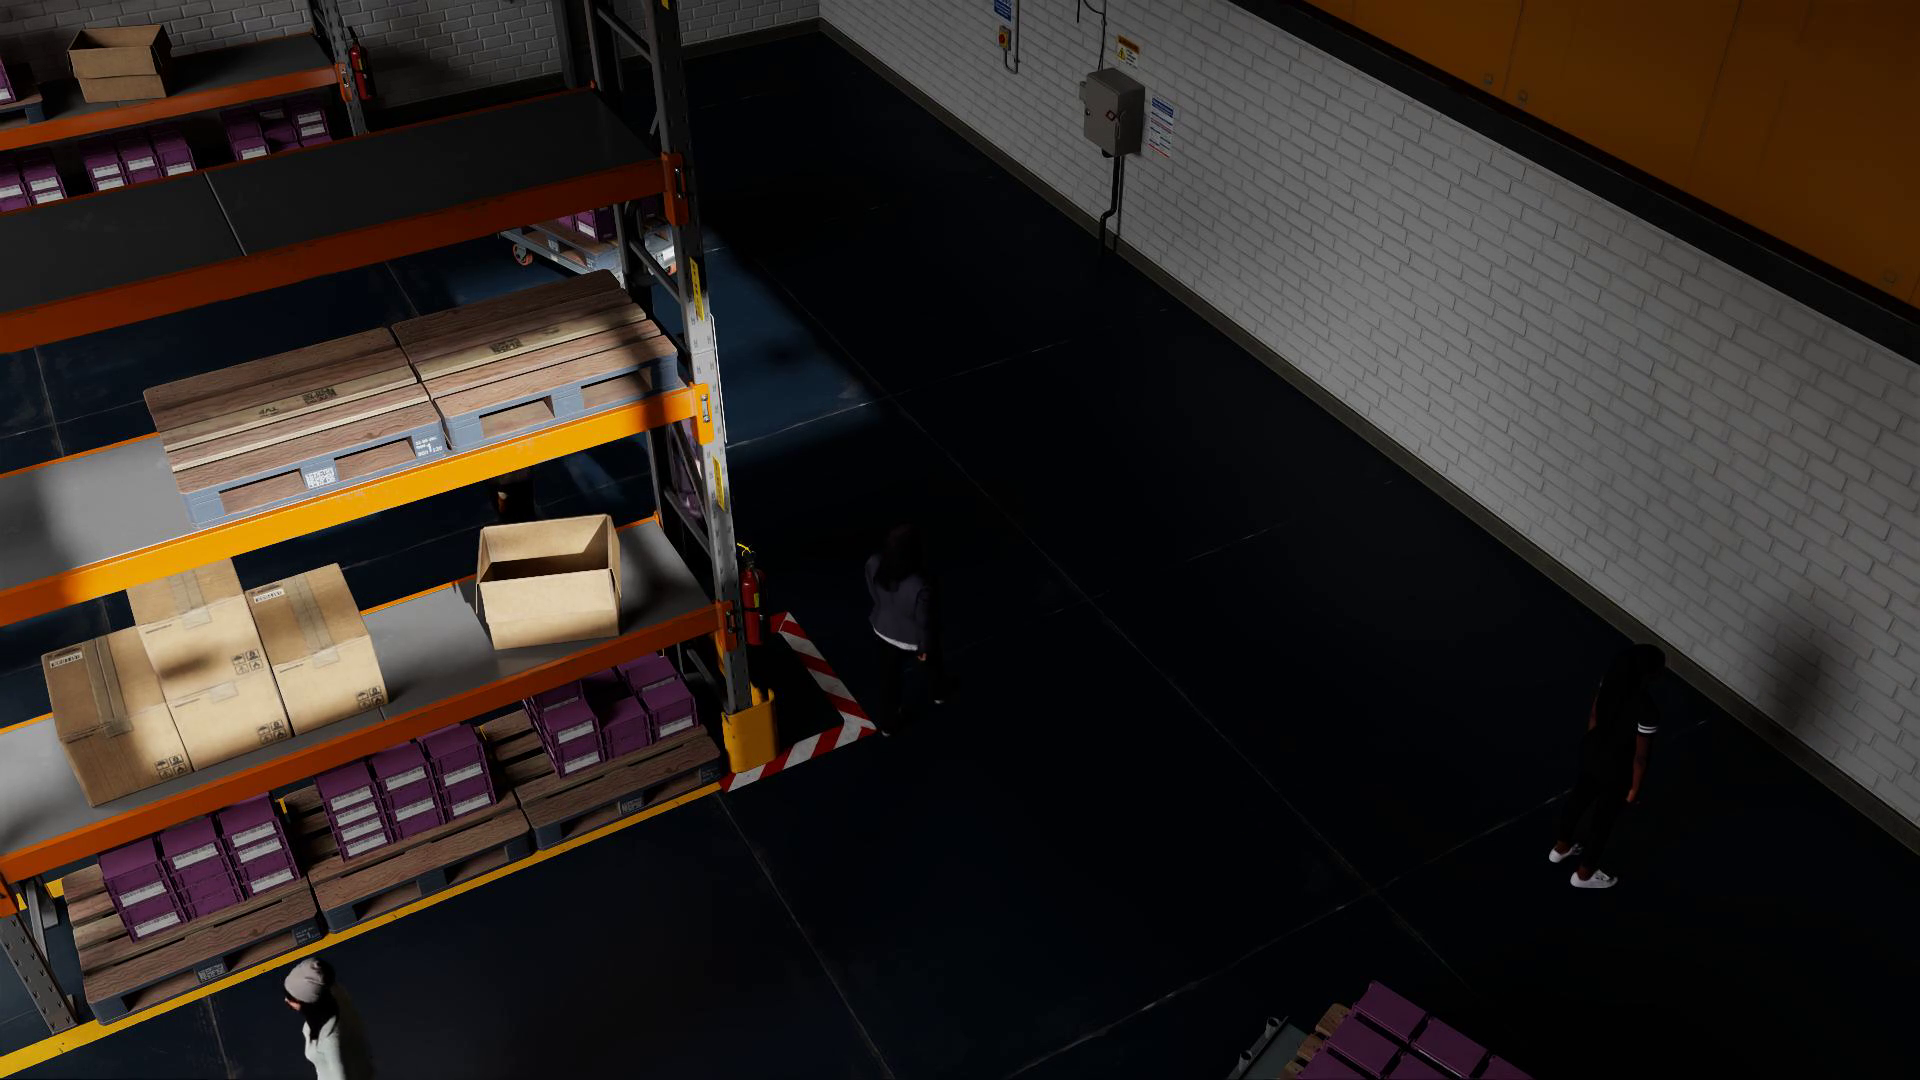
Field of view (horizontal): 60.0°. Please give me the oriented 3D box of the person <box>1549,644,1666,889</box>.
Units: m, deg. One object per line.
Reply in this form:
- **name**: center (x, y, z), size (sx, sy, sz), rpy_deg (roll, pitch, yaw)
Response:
- **person**: center (3.618, 1.241, 9.245), size (0.648, 1.728, 0.665), rpy_deg (-10, 40, -13)

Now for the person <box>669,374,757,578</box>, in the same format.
- **person**: center (-1.858, -0.391, 11.224), size (0.962, 1.808, 0.924), rpy_deg (-6, 39, -8)

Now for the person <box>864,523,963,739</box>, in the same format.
- **person**: center (-0.376, 0.588, 10.185), size (0.911, 1.575, 1.024), rpy_deg (18, 42, 22)

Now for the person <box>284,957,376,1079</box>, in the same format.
- **person**: center (-2.769, 2.486, 7.766), size (1.000, 1.627, 0.641), rpy_deg (-15, 41, -18)
